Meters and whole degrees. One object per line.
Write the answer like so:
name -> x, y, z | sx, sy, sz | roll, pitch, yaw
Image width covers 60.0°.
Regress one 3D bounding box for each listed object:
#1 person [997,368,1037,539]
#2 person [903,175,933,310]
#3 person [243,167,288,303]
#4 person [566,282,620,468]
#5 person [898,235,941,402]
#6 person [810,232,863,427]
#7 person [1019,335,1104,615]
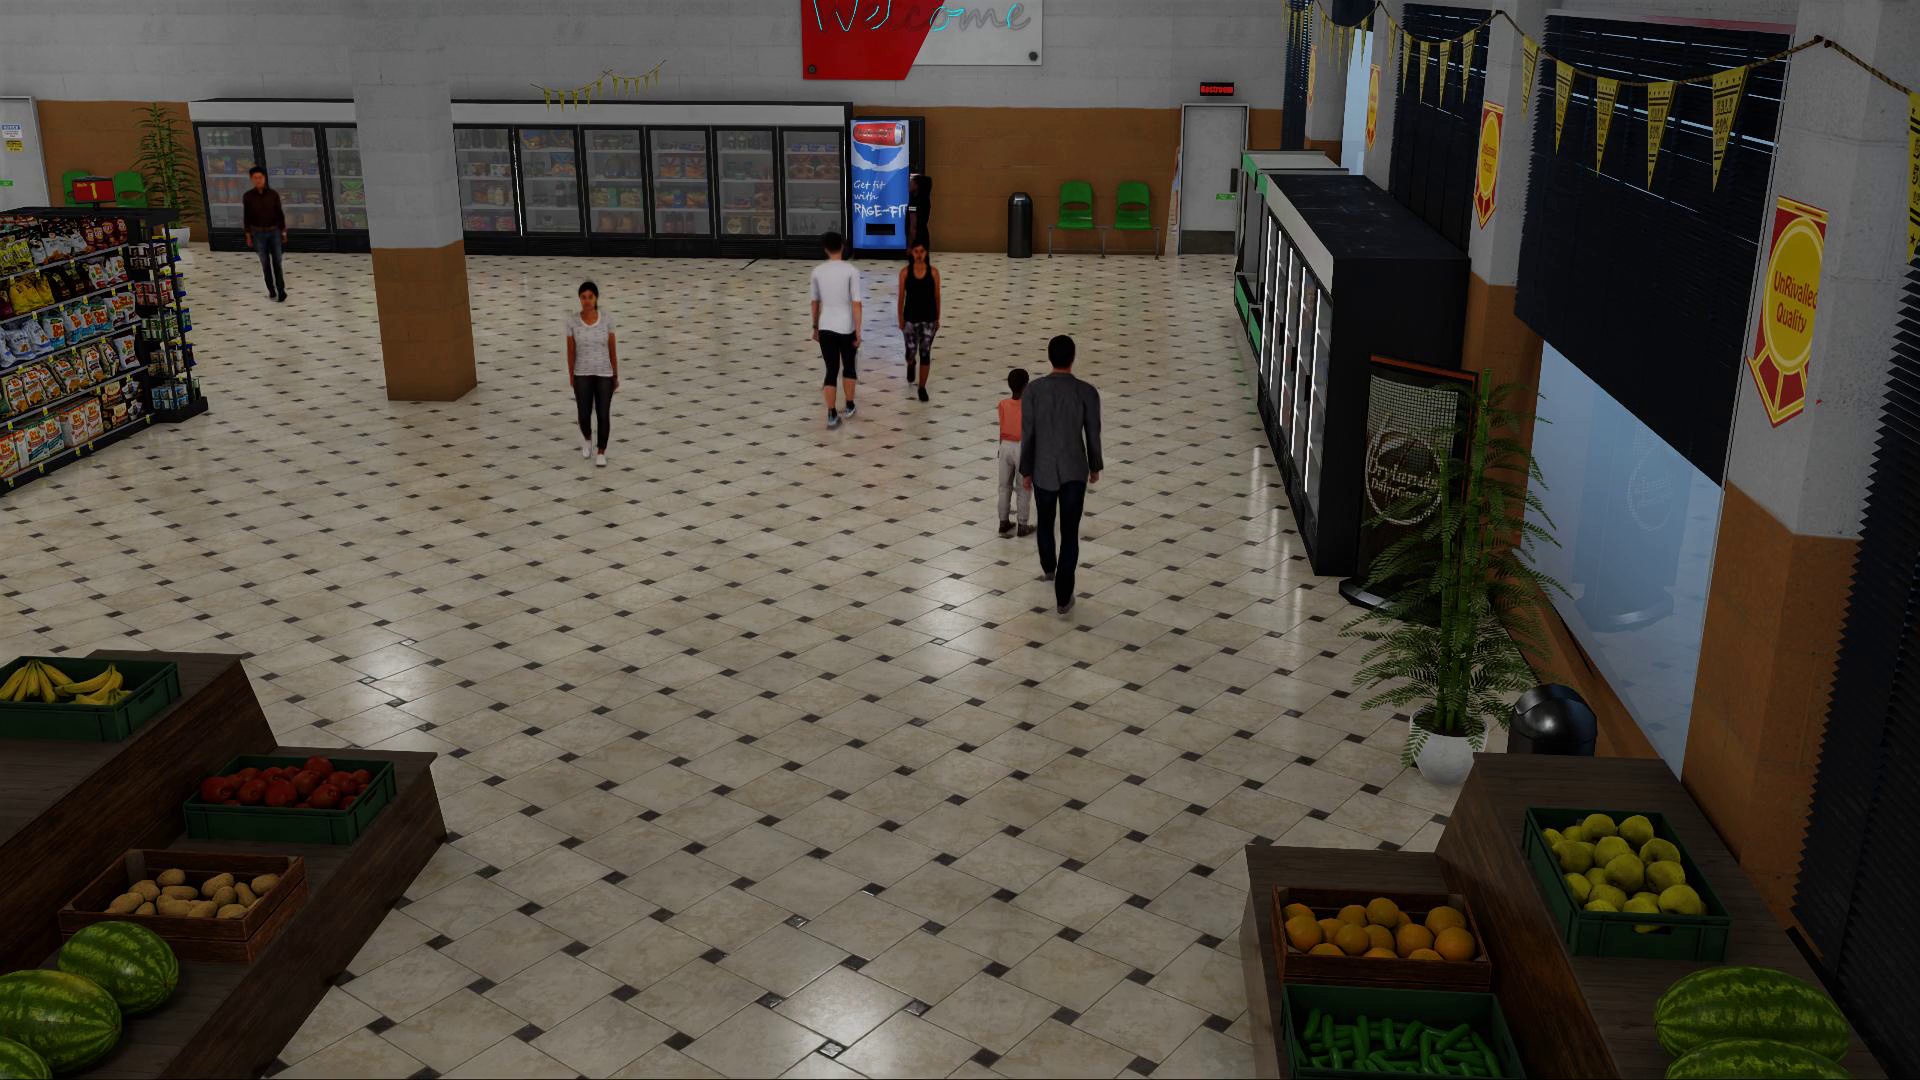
person -> 0.427, -0.672, 12.734 | 0.530, 1.310, 0.554 | 8, 20, 23
person -> -0.550, -3.845, 21.494 | 0.748, 1.726, 0.620 | 8, 20, 23
person -> -9.209, -4.040, 22.052 | 1.020, 1.739, 1.184 | -9, 21, -25
person -> -3.204, -1.461, 14.570 | 0.667, 1.631, 0.720 | -4, 19, -13
person -> -0.412, -2.270, 16.938 | 0.688, 1.652, 0.930 | -1, 19, -4
person -> -1.176, -1.981, 15.821 | 0.697, 1.818, 0.924 | 5, 19, 14
person -> 0.672, -0.402, 11.137 | 0.799, 1.819, 1.182 | 4, 19, 10
